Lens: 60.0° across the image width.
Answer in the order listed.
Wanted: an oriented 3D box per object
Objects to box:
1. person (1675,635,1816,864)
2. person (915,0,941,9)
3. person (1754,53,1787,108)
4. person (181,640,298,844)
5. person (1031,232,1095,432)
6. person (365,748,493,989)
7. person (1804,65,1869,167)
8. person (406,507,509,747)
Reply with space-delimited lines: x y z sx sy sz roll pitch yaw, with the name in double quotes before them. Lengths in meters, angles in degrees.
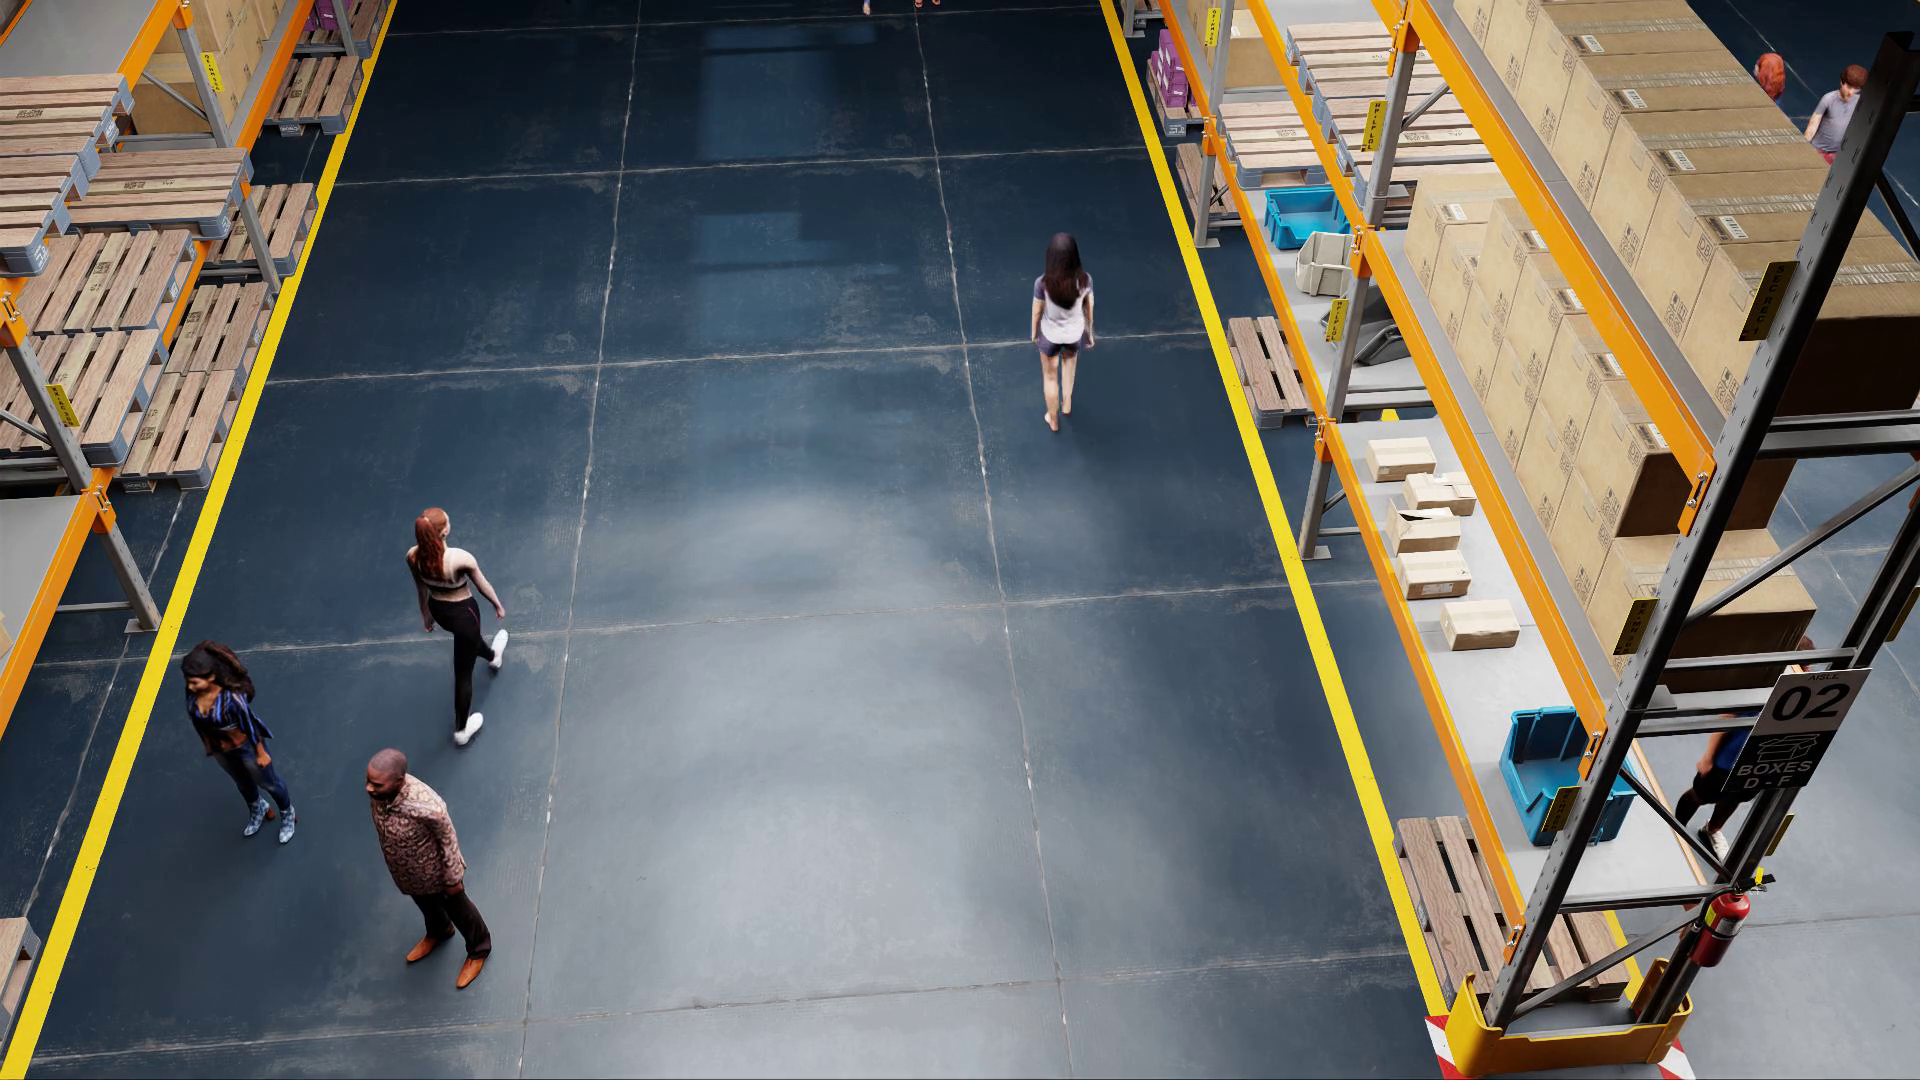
"person" 4.474 1.198 9.484 0.644 1.866 0.566 -2 44 -2
"person" -0.355 -6.556 17.662 0.656 1.812 0.594 -12 45 -12
"person" 6.755 -3.256 14.195 0.815 1.817 0.885 -24 49 -23
"person" -4.199 1.187 9.678 0.678 1.615 0.672 12 45 13
"person" 0.773 -1.502 12.443 0.648 1.694 0.639 -8 44 -9
"person" -2.887 1.725 8.973 0.781 1.808 0.790 21 47 20
"person" 7.476 -3.374 14.440 0.580 1.649 0.503 -4 44 -4
"person" -3.143 0.573 10.263 0.859 1.697 1.204 9 44 10
